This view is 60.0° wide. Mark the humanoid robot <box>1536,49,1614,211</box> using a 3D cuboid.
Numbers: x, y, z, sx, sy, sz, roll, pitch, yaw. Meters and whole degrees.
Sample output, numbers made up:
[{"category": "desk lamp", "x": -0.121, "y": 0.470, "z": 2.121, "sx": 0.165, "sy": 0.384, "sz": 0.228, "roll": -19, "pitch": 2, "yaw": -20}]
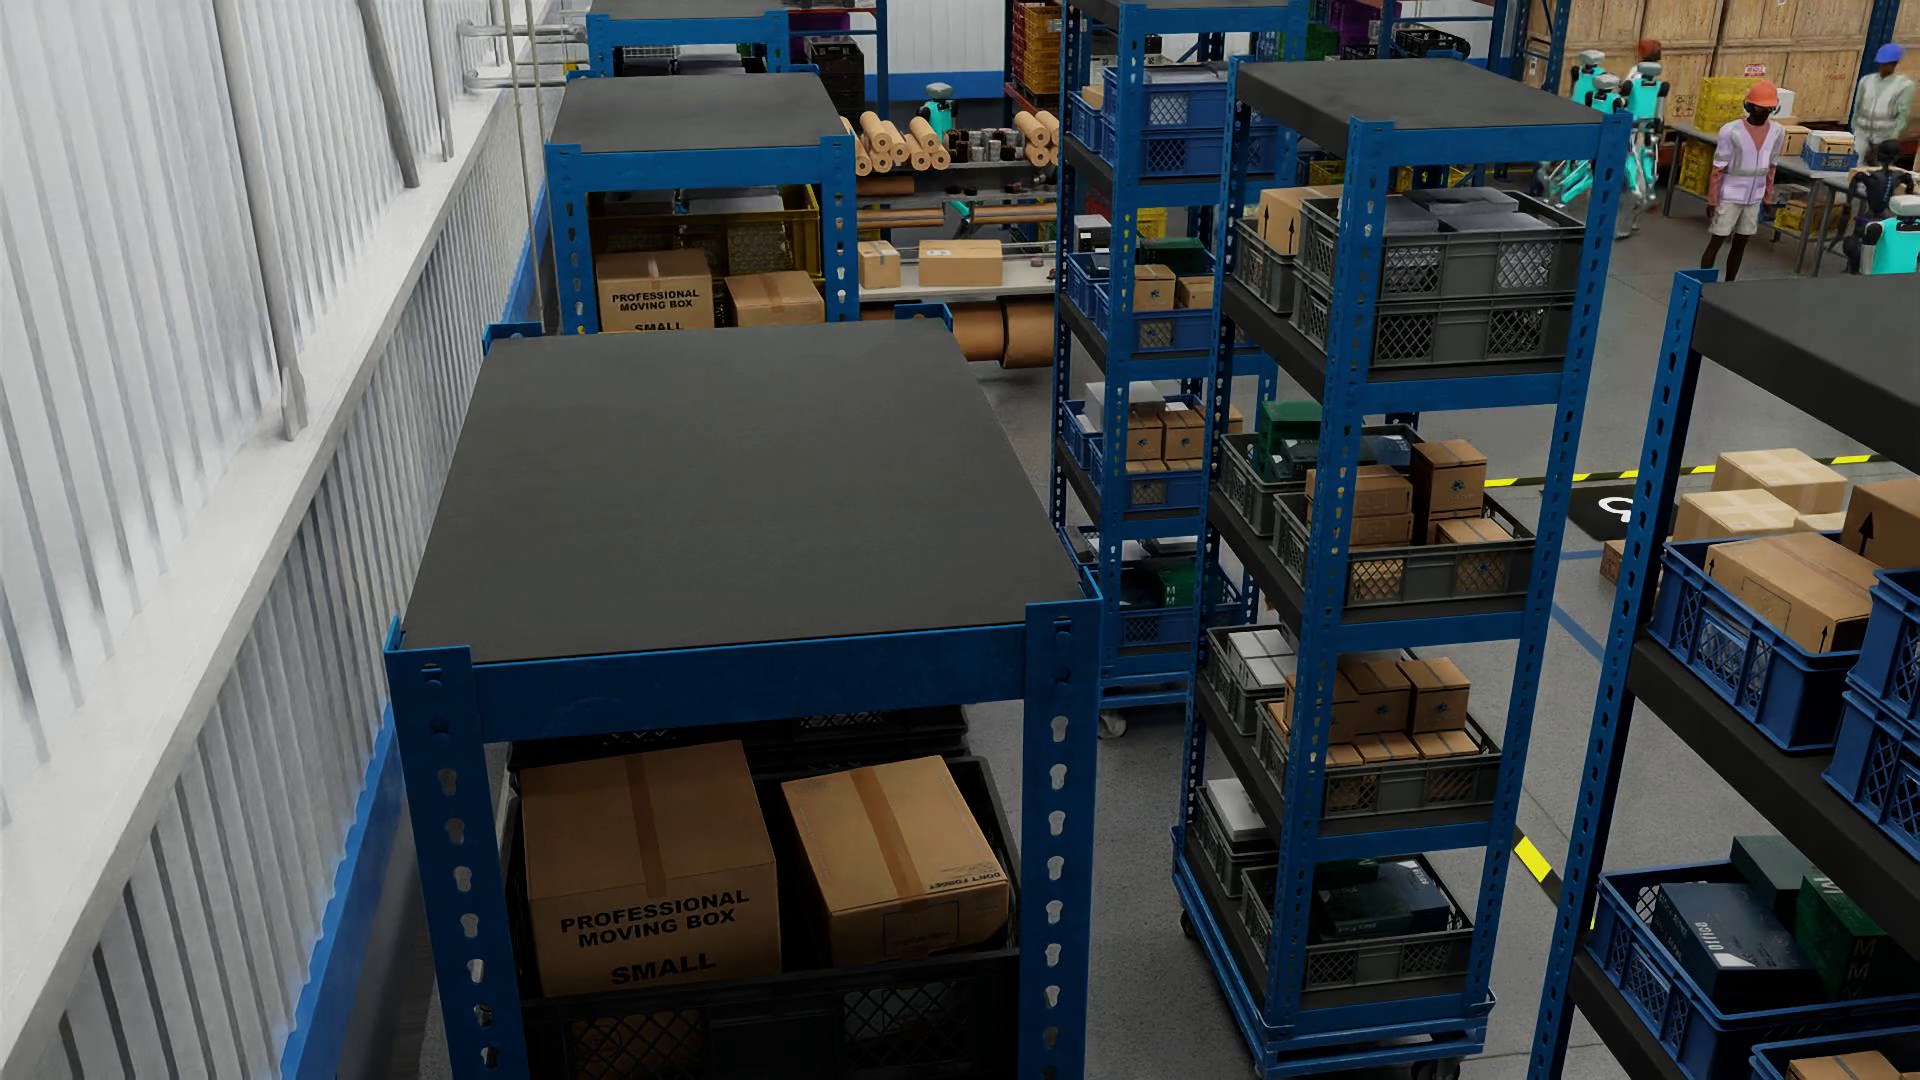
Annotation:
[{"category": "humanoid robot", "x": 6.600, "y": -4.334, "z": 18.114, "sx": 0.709, "sy": 1.912, "sz": 0.538, "roll": -12, "pitch": 27, "yaw": -24}]

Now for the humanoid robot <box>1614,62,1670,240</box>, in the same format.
[{"category": "humanoid robot", "x": 7.098, "y": -3.973, "z": 17.145, "sx": 0.564, "sy": 1.767, "sz": 0.862, "roll": -4, "pitch": 25, "yaw": -9}]

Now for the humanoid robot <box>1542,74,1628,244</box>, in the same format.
[{"category": "humanoid robot", "x": 6.150, "y": -3.756, "z": 16.595, "sx": 0.736, "sy": 1.701, "sz": 0.530, "roll": -8, "pitch": 26, "yaw": -18}]

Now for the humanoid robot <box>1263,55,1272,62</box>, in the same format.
[{"category": "humanoid robot", "x": 3.358, "y": -4.546, "z": 18.484, "sx": 0.364, "sy": 1.647, "sz": 0.611, "roll": -2, "pitch": 25, "yaw": -5}]

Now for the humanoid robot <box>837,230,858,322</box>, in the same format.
[{"category": "humanoid robot", "x": -0.879, "y": -2.273, "z": 13.582, "sx": 0.537, "sy": 1.633, "sz": 0.606, "roll": 1, "pitch": 25, "yaw": 2}]

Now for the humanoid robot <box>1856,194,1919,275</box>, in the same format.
[{"category": "humanoid robot", "x": 6.638, "y": -1.543, "z": 11.735, "sx": 0.533, "sy": 1.677, "sz": 0.735, "roll": 0, "pitch": 25, "yaw": 0}]

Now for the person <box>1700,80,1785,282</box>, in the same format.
[{"category": "person", "x": 6.973, "y": -3.055, "z": 14.820, "sx": 0.612, "sy": 2.041, "sz": 0.391, "roll": -3, "pitch": 25, "yaw": -7}]

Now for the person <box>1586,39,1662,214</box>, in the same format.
[{"category": "person", "x": 7.406, "y": -4.550, "z": 18.281, "sx": 0.730, "sy": 1.862, "sz": 0.581, "roll": 6, "pitch": 25, "yaw": 14}]

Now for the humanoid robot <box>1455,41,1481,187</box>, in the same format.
[{"category": "humanoid robot", "x": 5.762, "y": -4.954, "z": 19.364, "sx": 0.599, "sy": 1.657, "sz": 0.315, "roll": 9, "pitch": 26, "yaw": 19}]

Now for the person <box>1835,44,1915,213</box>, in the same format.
[{"category": "person", "x": 9.713, "y": -4.298, "z": 17.702, "sx": 1.021, "sy": 1.889, "sz": 0.598, "roll": -20, "pitch": 32, "yaw": -37}]

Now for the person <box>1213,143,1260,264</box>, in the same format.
[{"category": "person", "x": 2.443, "y": -2.829, "z": 14.612, "sx": 0.643, "sy": 1.805, "sz": 0.523, "roll": -9, "pitch": 26, "yaw": -18}]

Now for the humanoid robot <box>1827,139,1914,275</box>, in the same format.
[{"category": "humanoid robot", "x": 7.834, "y": -2.637, "z": 14.366, "sx": 0.590, "sy": 1.641, "sz": 0.645, "roll": 3, "pitch": 25, "yaw": 6}]

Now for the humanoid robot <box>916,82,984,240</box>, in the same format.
[{"category": "humanoid robot", "x": -0.023, "y": -3.520, "z": 16.027, "sx": 0.735, "sy": 1.681, "sz": 0.533, "roll": 19, "pitch": 31, "yaw": 36}]

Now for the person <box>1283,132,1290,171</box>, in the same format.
[{"category": "person", "x": 3.668, "y": -4.776, "z": 18.865, "sx": 0.618, "sy": 1.792, "sz": 0.642, "roll": 11, "pitch": 27, "yaw": 22}]

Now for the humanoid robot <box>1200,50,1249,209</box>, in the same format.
[{"category": "humanoid robot", "x": 2.757, "y": -4.441, "z": 18.175, "sx": 0.848, "sy": 1.742, "sz": 0.562, "roll": -3, "pitch": 25, "yaw": -7}]

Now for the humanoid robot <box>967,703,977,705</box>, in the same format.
[{"category": "humanoid robot", "x": -0.003, "y": 0.087, "z": 8.423, "sx": 0.613, "sy": 1.648, "sz": 0.345, "roll": -12, "pitch": 27, "yaw": -25}]

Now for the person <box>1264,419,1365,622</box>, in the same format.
[{"category": "person", "x": 1.741, "y": 0.195, "z": 7.984, "sx": 0.587, "sy": 1.850, "sz": 0.388, "roll": -2, "pitch": 25, "yaw": -3}]
